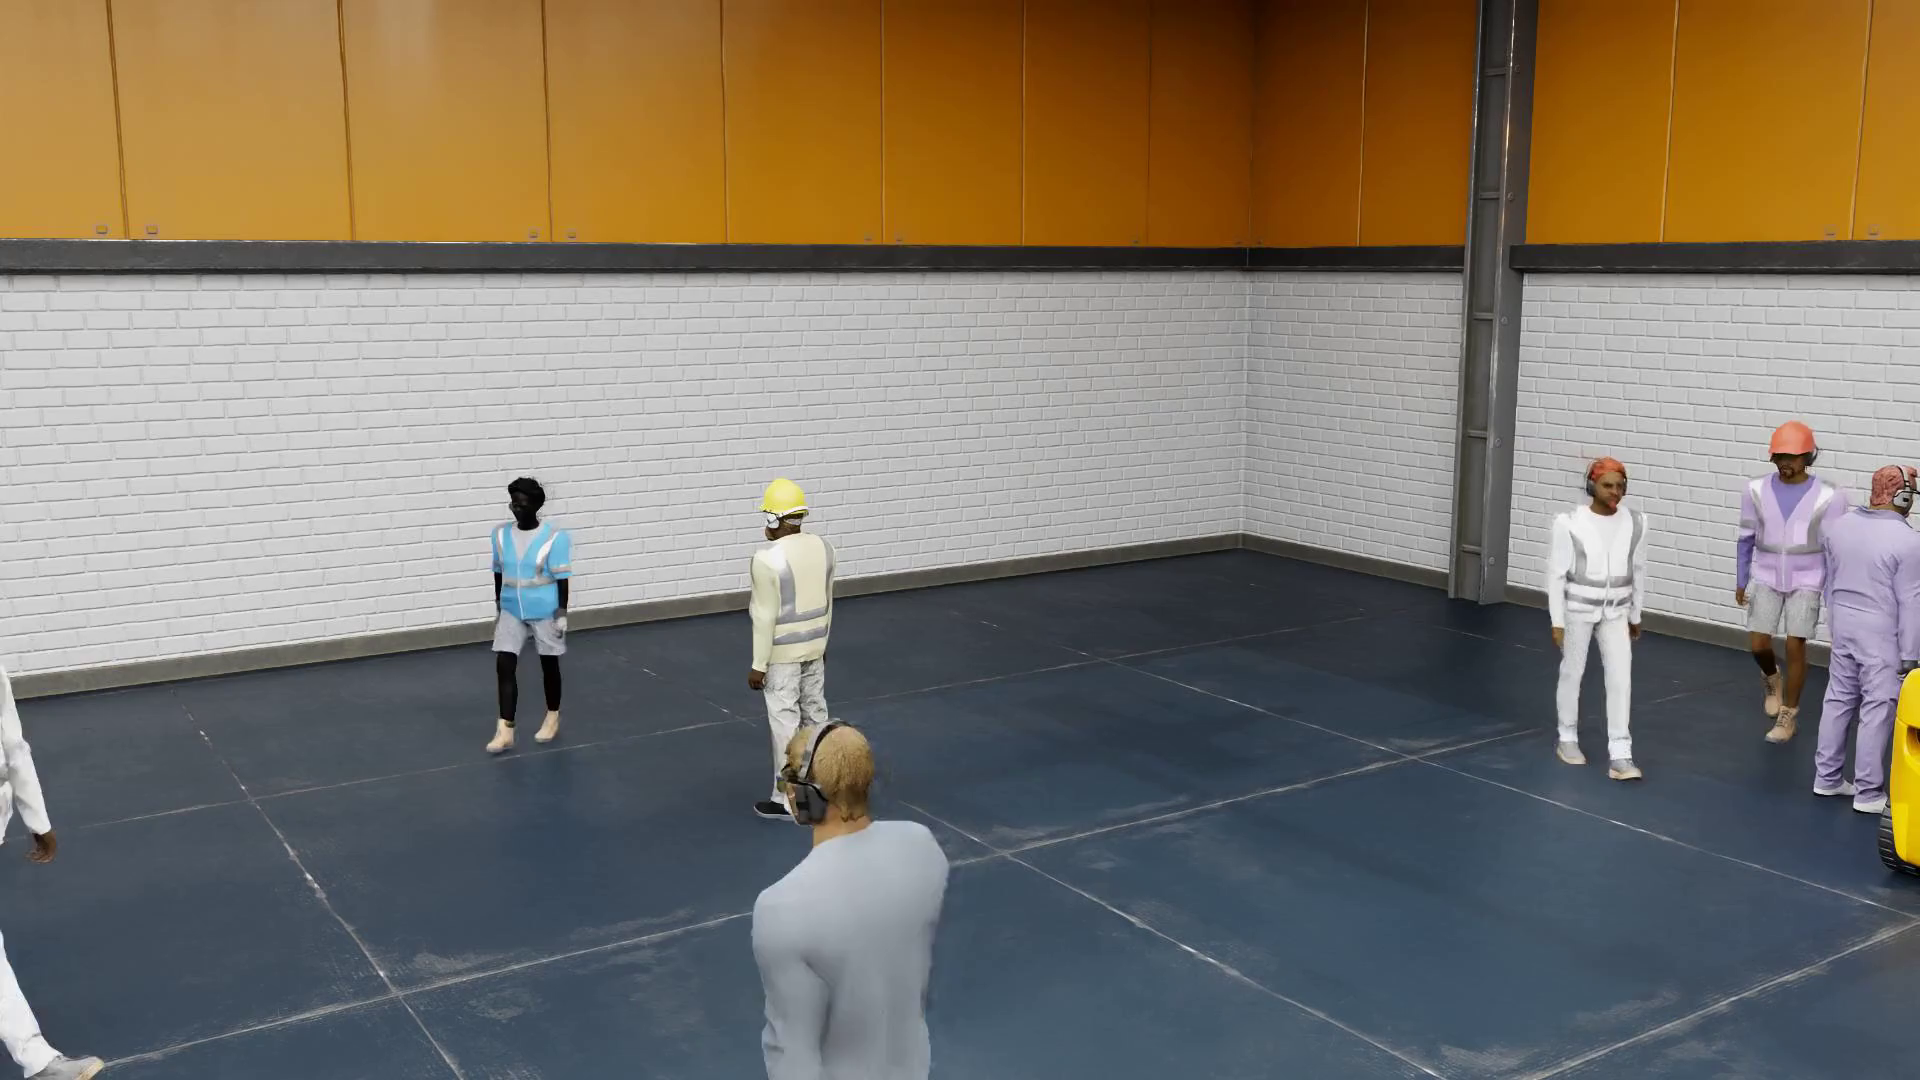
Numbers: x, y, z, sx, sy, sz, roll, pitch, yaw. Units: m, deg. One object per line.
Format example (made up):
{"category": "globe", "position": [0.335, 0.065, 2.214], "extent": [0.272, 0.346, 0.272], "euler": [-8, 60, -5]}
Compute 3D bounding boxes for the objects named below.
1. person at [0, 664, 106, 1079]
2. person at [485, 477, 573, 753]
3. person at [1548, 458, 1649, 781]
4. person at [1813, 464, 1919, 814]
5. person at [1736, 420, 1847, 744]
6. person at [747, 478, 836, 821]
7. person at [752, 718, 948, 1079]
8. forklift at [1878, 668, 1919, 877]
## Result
{"category": "person", "position": [-3.459, 1.077, 5.923], "extent": [0.888, 1.840, 0.603], "euler": [1, 10, 8]}
{"category": "person", "position": [-2.646, 0.462, 10.100], "extent": [0.557, 1.668, 0.720], "euler": [2, 10, 11]}
{"category": "person", "position": [3.711, 0.463, 9.596], "extent": [0.610, 1.843, 0.903], "euler": [0, 9, 0]}
{"category": "person", "position": [4.979, 0.533, 9.027], "extent": [0.404, 1.900, 0.641], "euler": [-2, 10, -15]}
{"category": "person", "position": [5.157, 0.251, 10.358], "extent": [0.619, 2.021, 0.627], "euler": [8, 12, 39]}
{"category": "person", "position": [-0.920, 0.583, 8.917], "extent": [0.404, 1.835, 0.587], "euler": [7, 12, 36]}
{"category": "person", "position": [-0.237, 1.362, 4.080], "extent": [1.020, 1.896, 0.635], "euler": [9, 13, 43]}
{"category": "forklift", "position": [5.511, 0.571, 7.906], "extent": [2.313, 2.155, 1.214], "euler": [-6, 11, -33]}
